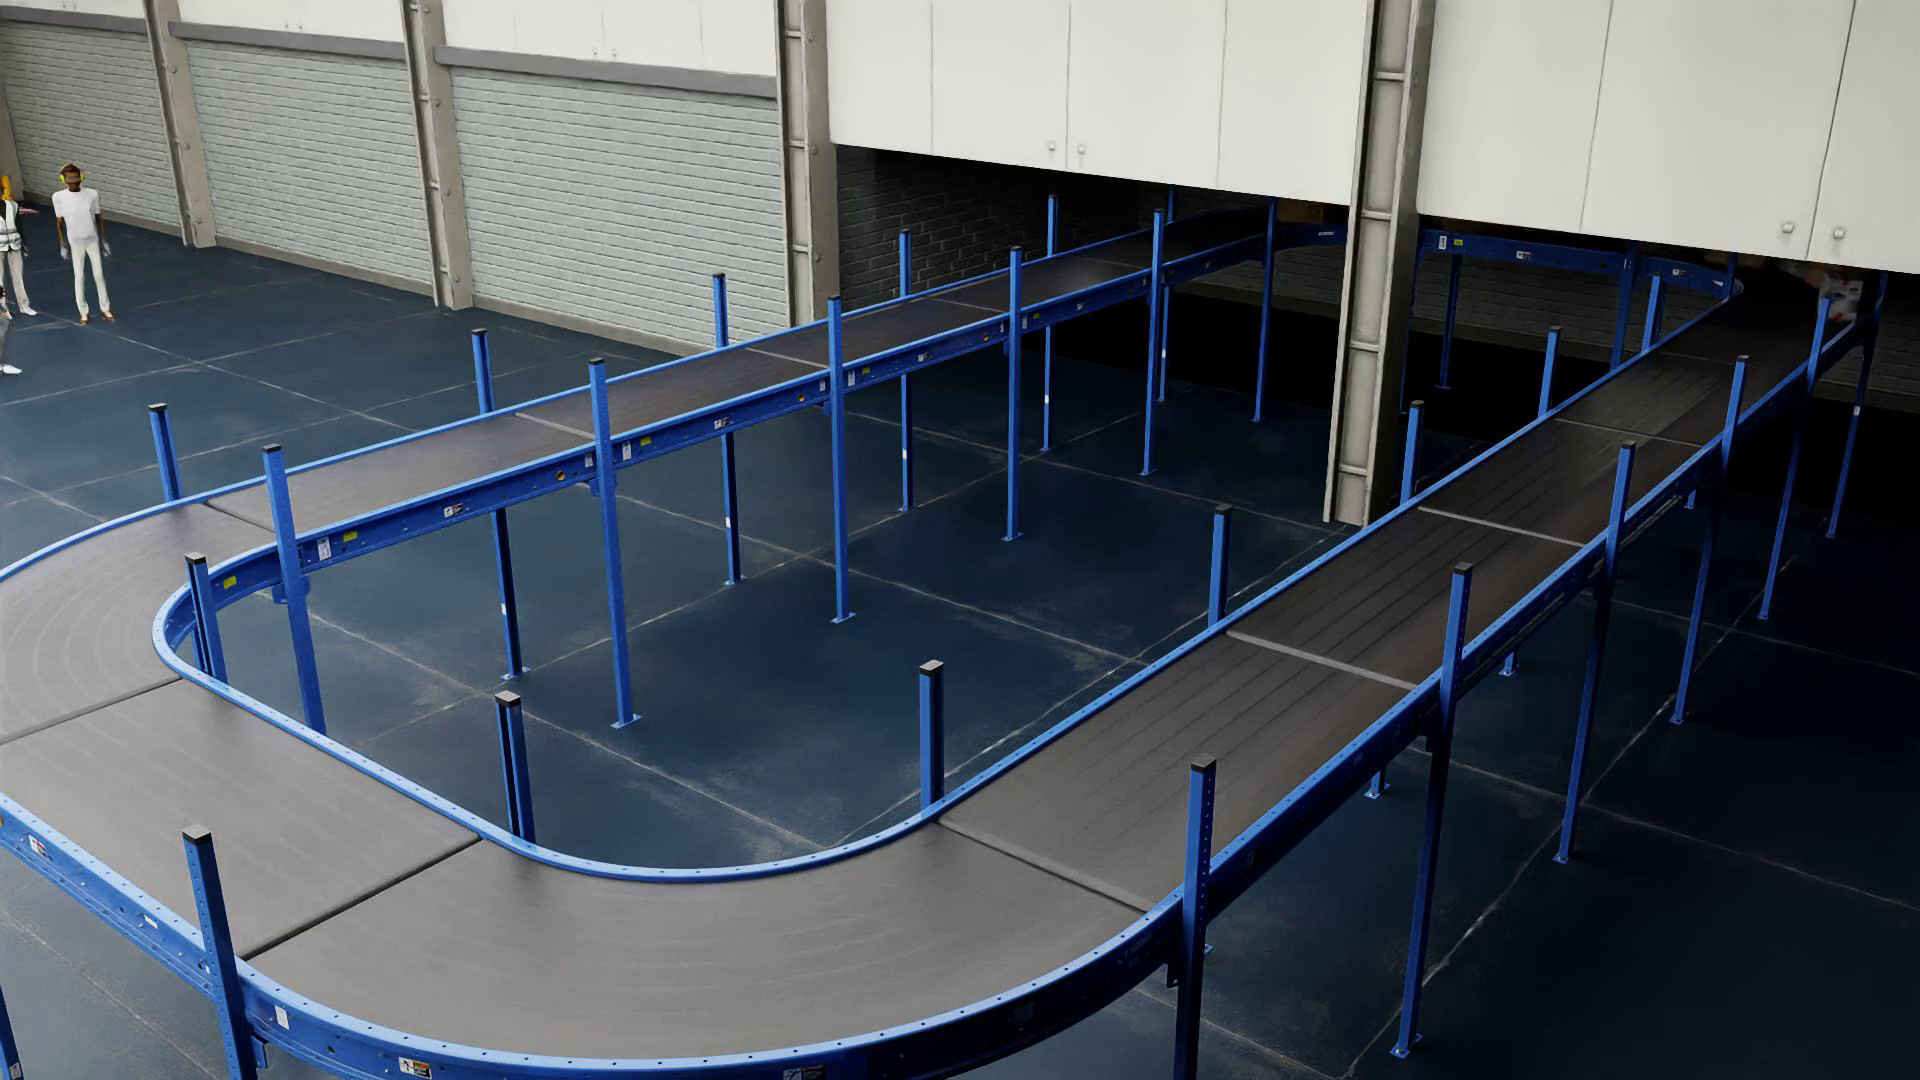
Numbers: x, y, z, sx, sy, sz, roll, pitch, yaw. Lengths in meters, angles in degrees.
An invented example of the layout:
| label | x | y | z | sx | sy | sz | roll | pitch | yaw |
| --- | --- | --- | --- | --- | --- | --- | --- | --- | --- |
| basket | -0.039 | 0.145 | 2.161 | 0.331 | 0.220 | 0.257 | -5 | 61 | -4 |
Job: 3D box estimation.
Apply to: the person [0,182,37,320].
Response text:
| label | x | y | z | sx | sy | sz | roll | pitch | yaw |
| --- | --- | --- | --- | --- | --- | --- | --- | --- | --- |
| person | -11.307 | -3.443 | 19.694 | 0.312 | 1.642 | 0.512 | 14 | 25 | 31 |

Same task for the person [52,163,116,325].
| label | x | y | z | sx | sy | sz | roll | pitch | yaw |
| --- | --- | --- | --- | --- | --- | --- | --- | --- | --- |
| person | -10.228 | -3.458 | 19.430 | 0.535 | 1.864 | 0.309 | -15 | 26 | -33 |

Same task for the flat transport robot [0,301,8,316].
| label | x | y | z | sx | sy | sz | roll | pitch | yaw |
| --- | --- | --- | --- | --- | --- | --- | --- | --- | --- |
| flat transport robot | -12.085 | -2.785 | 19.863 | 1.431 | 0.197 | 0.652 | 14 | 26 | 32 |

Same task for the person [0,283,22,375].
| label | x | y | z | sx | sy | sz | roll | pitch | yaw |
| --- | --- | --- | --- | --- | --- | --- | --- | --- | --- |
| person | -10.105 | -2.610 | 17.226 | 0.598 | 1.893 | 0.728 | -6 | 22 | -15 |
